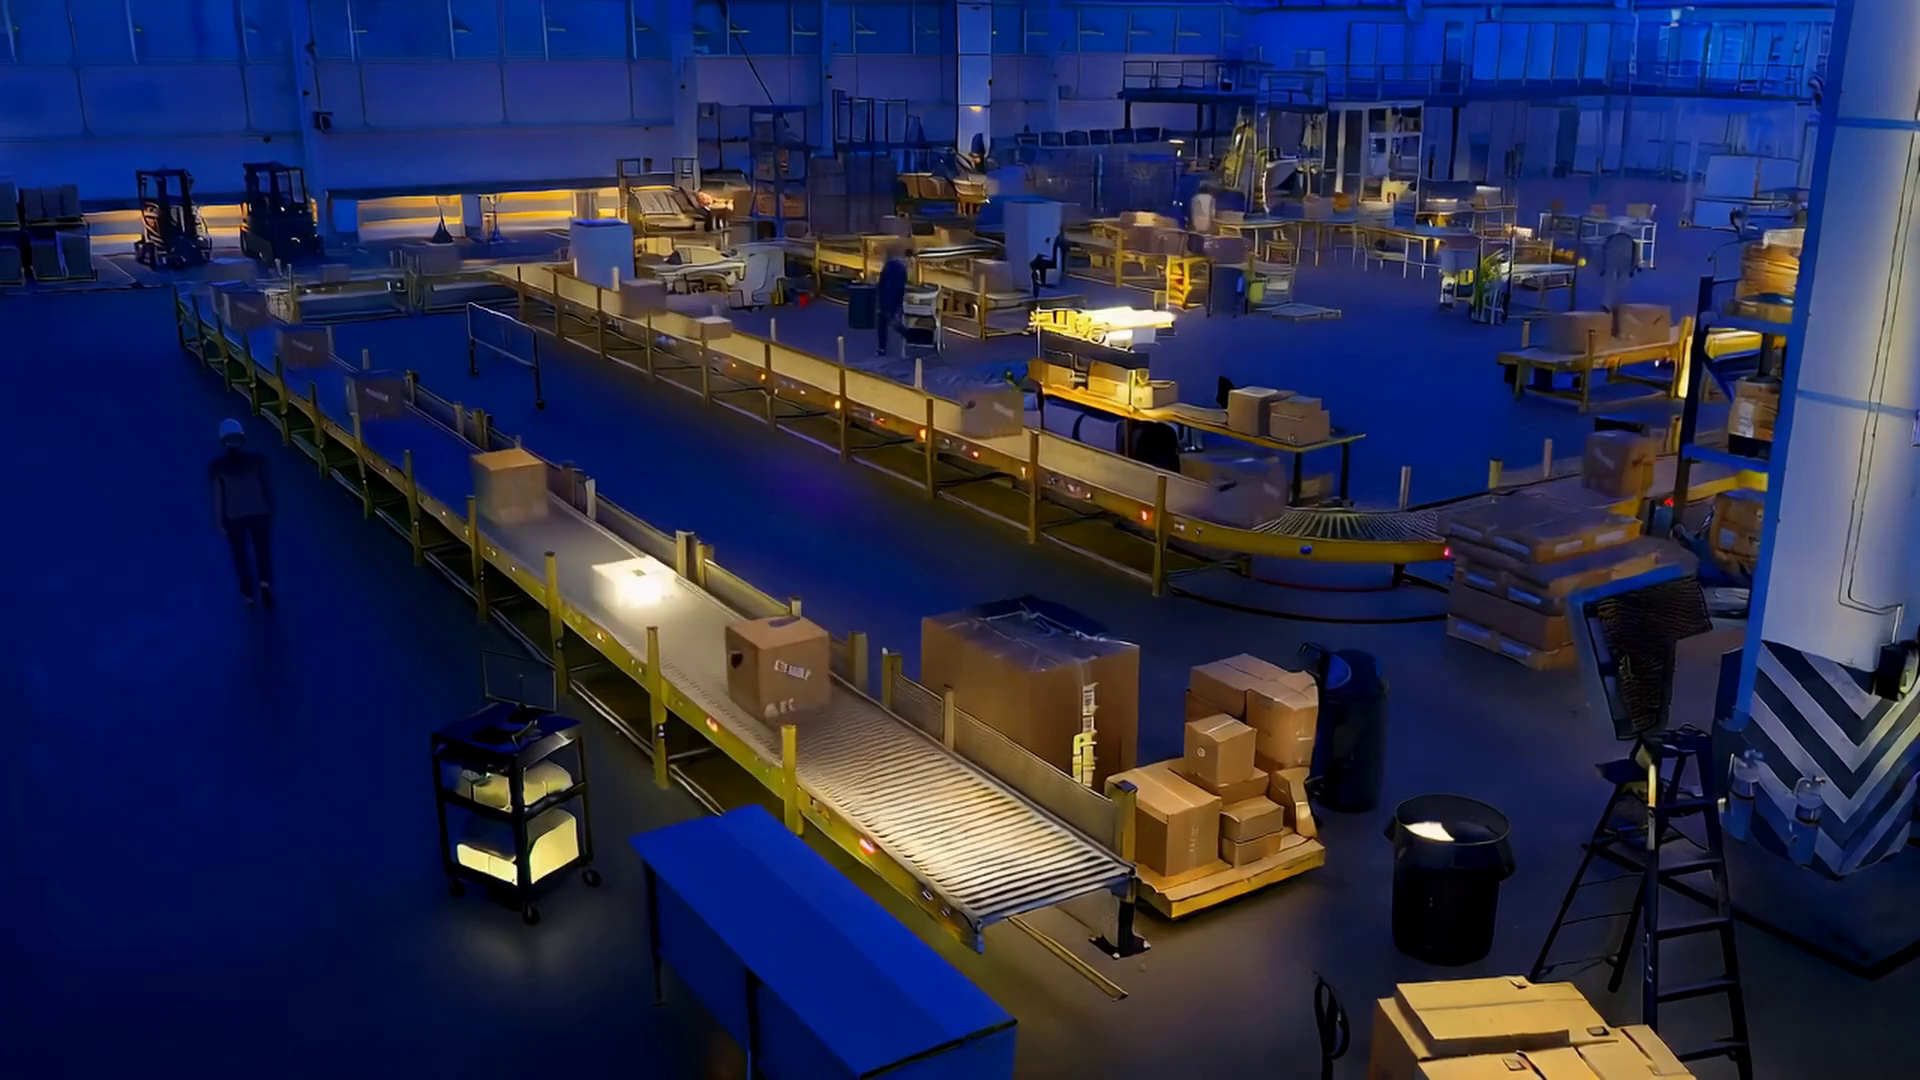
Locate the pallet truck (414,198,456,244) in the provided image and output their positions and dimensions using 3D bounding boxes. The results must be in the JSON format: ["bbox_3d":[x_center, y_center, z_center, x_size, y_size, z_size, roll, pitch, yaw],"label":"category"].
[{"bbox_3d":[-13.250,-8.060,41.856,0.680,1.201,1.601,-10,20,-31],"label":"pallet truck"}]

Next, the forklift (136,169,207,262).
[{"bbox_3d":[-17.842,-7.318,37.559,1.157,1.987,2.680,-10,20,-31],"label":"forklift"}]

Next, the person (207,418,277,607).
[{"bbox_3d":[-6.384,-0.219,14.854,0.541,1.751,0.533,-9,19,-28],"label":"person"}]

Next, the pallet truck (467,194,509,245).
[{"bbox_3d":[-11.983,-8.177,42.137,0.704,1.261,1.522,-11,20,-33],"label":"pallet truck"}]

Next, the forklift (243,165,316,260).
[{"bbox_3d":[-15.898,-7.669,38.708,1.157,1.987,2.680,-11,20,-33],"label":"forklift"}]

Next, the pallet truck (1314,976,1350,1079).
[{"bbox_3d":[2.299,2.390,7.086,1.601,1.201,0.680,-2,17,-7],"label":"pallet truck"}]

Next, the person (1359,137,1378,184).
[{"bbox_3d":[14.627,-13.646,59.432,0.514,1.823,0.847,-14,22,-40],"label":"person"}]

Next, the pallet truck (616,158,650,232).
[{"bbox_3d":[-8.918,-9.176,44.255,0.823,1.965,1.885,-9,19,-27],"label":"pallet truck"}]

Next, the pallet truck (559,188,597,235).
[{"bbox_3d":[-10.010,-8.652,43.699,0.653,1.274,1.630,-10,20,-31],"label":"pallet truck"}]

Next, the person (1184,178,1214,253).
[{"bbox_3d":[5.339,-7.113,37.367,0.596,2.004,0.776,-12,20,-34],"label":"person"}]

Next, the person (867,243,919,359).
[{"bbox_3d":[-1.065,-3.771,26.470,0.743,1.881,0.668,7,18,21],"label":"person"}]

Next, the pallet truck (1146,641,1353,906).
[{"bbox_3d":[1.664,1.407,10.232,1.630,1.274,0.653,-10,20,-31],"label":"pallet truck"}]

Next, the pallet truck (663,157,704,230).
[{"bbox_3d":[-7.586,-9.308,44.692,0.823,1.965,1.885,-11,20,-33],"label":"pallet truck"}]

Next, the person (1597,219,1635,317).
[{"bbox_3d":[12.268,-5.091,31.056,0.632,1.759,1.002,9,19,27],"label":"person"}]
